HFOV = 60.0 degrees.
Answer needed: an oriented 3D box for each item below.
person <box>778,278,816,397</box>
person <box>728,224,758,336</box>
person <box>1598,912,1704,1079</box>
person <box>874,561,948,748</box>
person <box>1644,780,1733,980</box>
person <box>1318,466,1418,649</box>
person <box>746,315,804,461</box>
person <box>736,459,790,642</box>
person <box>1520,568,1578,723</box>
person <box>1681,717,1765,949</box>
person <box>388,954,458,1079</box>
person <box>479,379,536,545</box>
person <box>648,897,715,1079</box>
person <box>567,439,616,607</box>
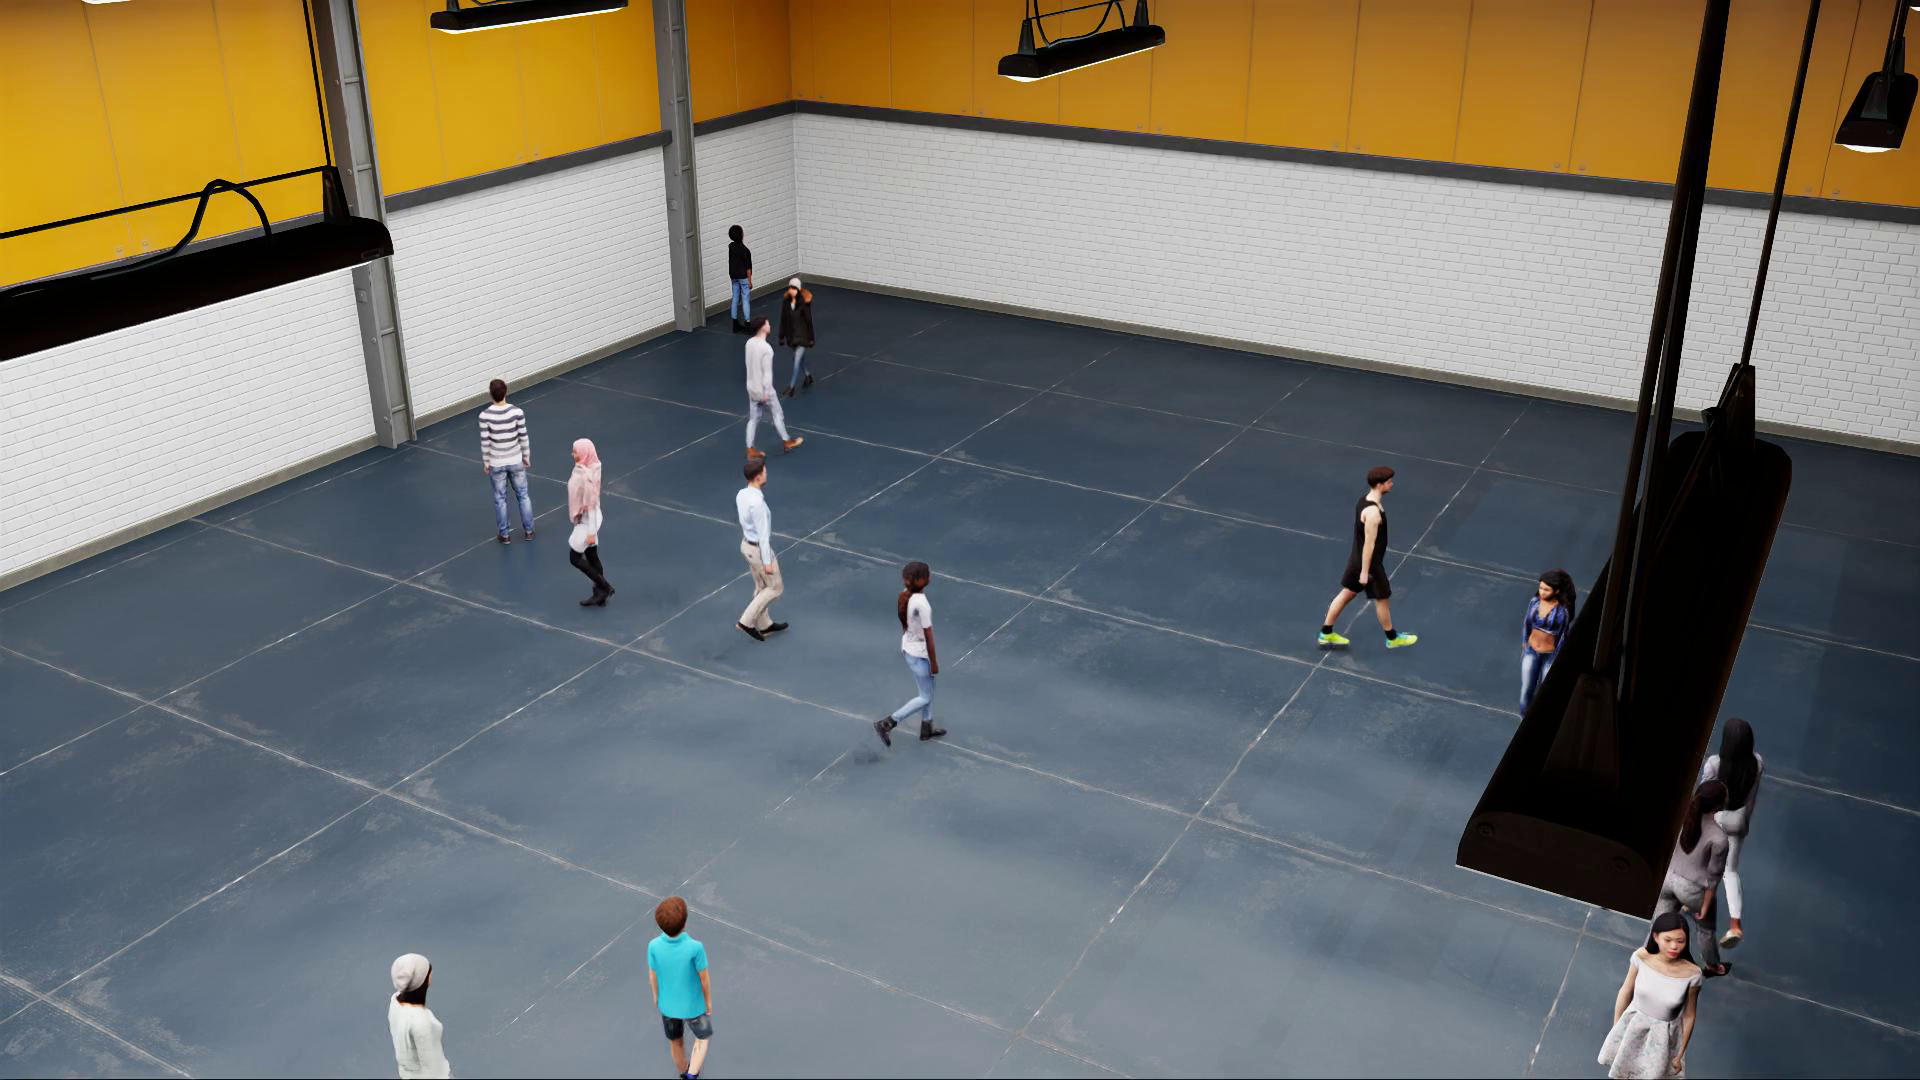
[{"bbox_3d":[-2.206,-2.804,22.908,0.666,1.593,1.043,11,26,24],"label":"person"},{"bbox_3d":[-3.369,-4.001,25.515,0.580,1.698,0.565,16,28,33],"label":"person"},{"bbox_3d":[3.980,2.912,9.609,0.656,1.772,0.642,15,28,31],"label":"person"},{"bbox_3d":[-0.423,1.003,14.062,1.021,1.703,0.921,-9,25,-21],"label":"person"},{"bbox_3d":[4.755,2.352,11.043,1.080,1.649,0.926,-12,27,-26],"label":"person"},{"bbox_3d":[3.759,0.207,15.709,1.135,1.842,1.220,0,24,1],"label":"person"},{"bbox_3d":[-2.511,-1.843,20.442,0.855,1.807,1.103,22,32,40],"label":"person"},{"bbox_3d":[-1.982,0.128,15.906,0.966,1.829,0.880,-13,27,-27],"label":"person"},{"bbox_3d":[5.026,0.988,14.219,0.956,1.605,0.785,-19,30,-36],"label":"person"},{"bbox_3d":[5.374,2.052,11.670,0.930,1.696,1.200,1,24,3],"label":"person"},{"bbox_3d":[-3.100,3.073,9.407,0.679,1.638,0.668,-19,30,-36],"label":"person"},{"bbox_3d":[-4.951,-0.863,18.142,0.697,1.853,0.786,-9,25,-19],"label":"person"},{"bbox_3d":[-1.717,2.844,10.173,0.683,1.444,0.803,3,24,6],"label":"person"},{"bbox_3d":[-3.611,-0.156,16.593,0.832,1.798,0.764,-4,24,-10],"label":"person"}]
